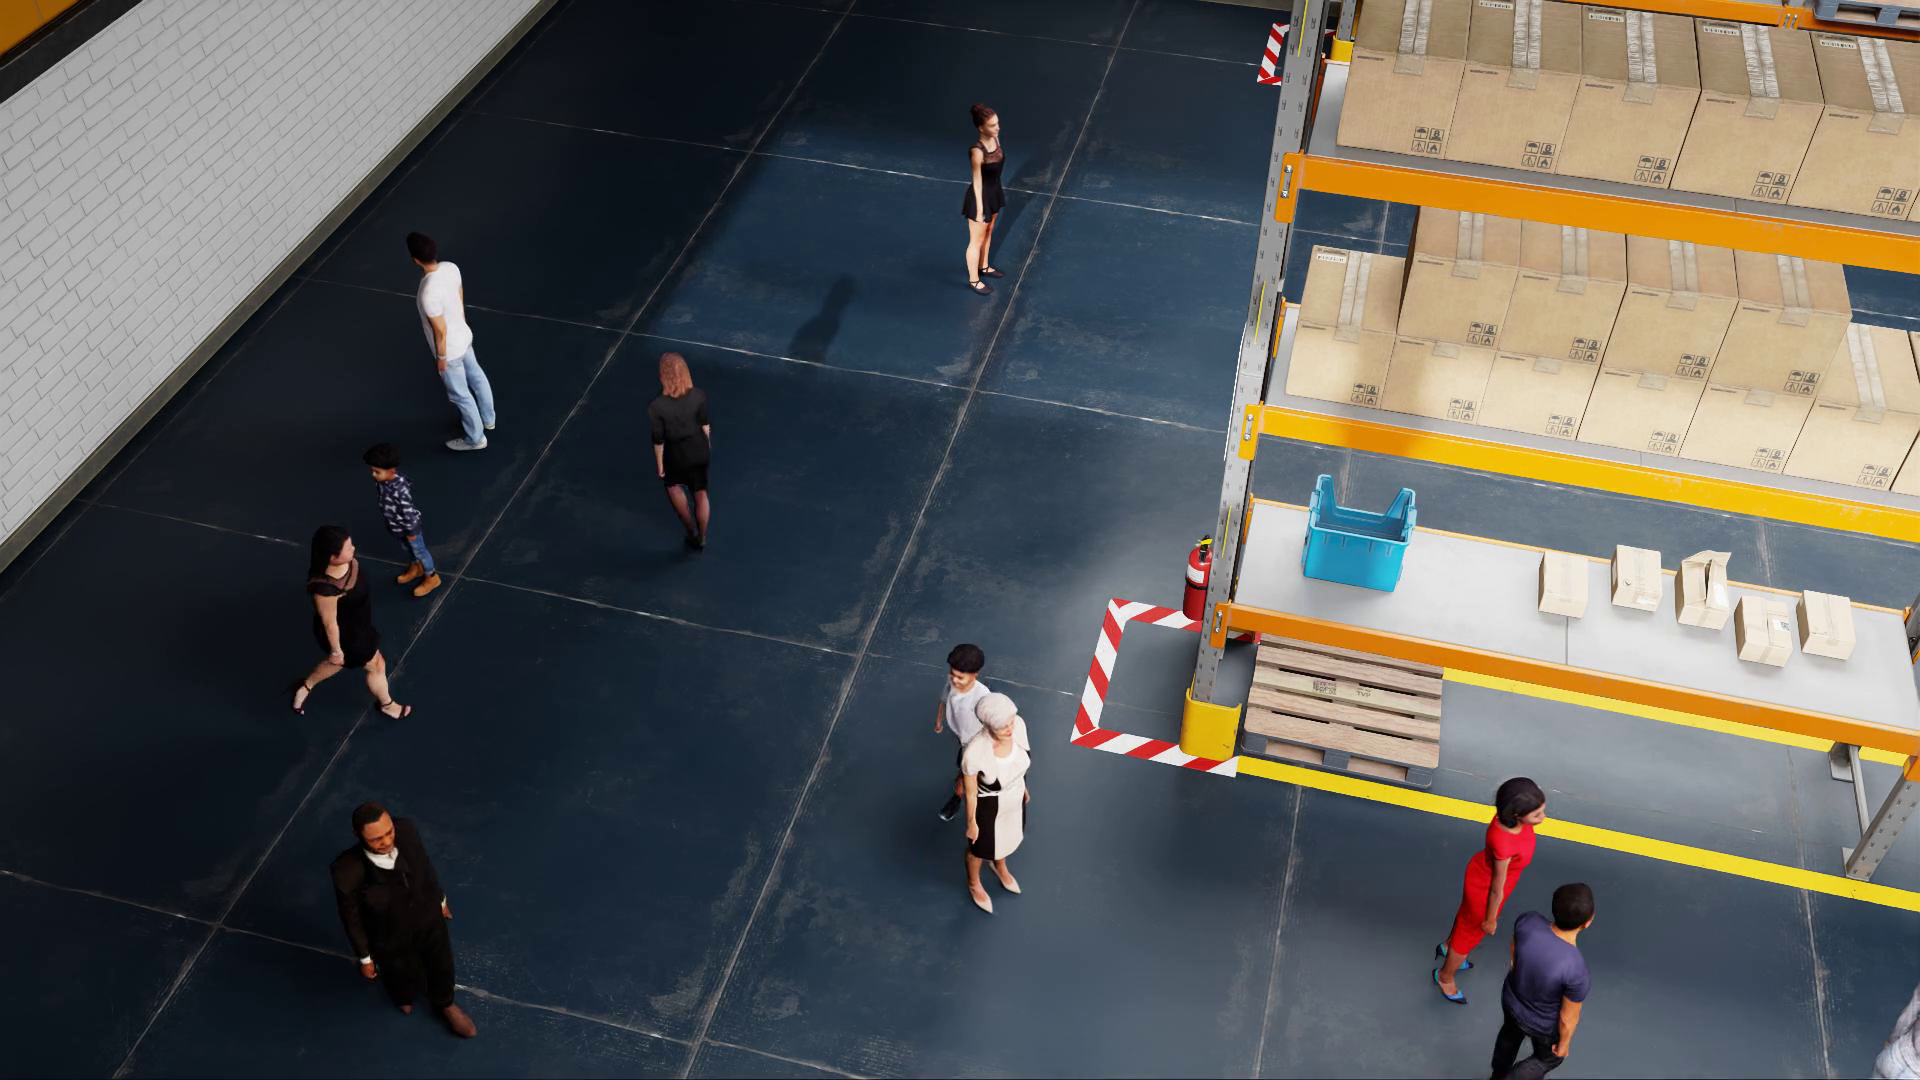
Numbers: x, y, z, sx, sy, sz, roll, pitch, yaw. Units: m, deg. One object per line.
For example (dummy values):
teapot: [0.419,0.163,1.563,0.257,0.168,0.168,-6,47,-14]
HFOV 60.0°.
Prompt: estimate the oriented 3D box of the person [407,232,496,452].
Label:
person: [-3.757,-1.472,12.287,0.590,1.862,0.691,7,44,7]

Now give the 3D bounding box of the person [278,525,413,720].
person: [-3.896,0.571,10.276,1.105,1.679,0.930,-7,44,-7]

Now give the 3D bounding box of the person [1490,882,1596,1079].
person: [2.814,2.347,8.343,0.950,1.773,0.890,-18,46,-18]

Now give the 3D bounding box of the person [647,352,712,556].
person: [-1.850,-0.524,11.412,0.700,1.696,0.763,-21,48,-21]

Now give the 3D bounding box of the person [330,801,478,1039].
person: [-2.955,1.955,8.667,0.986,1.894,0.900,29,51,27]

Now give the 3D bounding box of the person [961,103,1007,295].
person: [0.202,-2.862,13.882,0.608,1.674,0.612,18,46,18]

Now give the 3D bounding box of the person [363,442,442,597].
person: [-3.806,-0.153,11.347,0.523,1.250,0.619,31,52,28]

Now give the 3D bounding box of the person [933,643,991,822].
person: [0.077,1.061,10.077,0.768,1.243,0.727,29,51,27]

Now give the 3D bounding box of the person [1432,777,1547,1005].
person: [2.816,1.855,8.882,0.546,1.743,0.603,17,46,17]

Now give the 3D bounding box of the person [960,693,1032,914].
person: [0.189,1.447,9.304,0.679,1.751,0.691,-34,53,-30]
